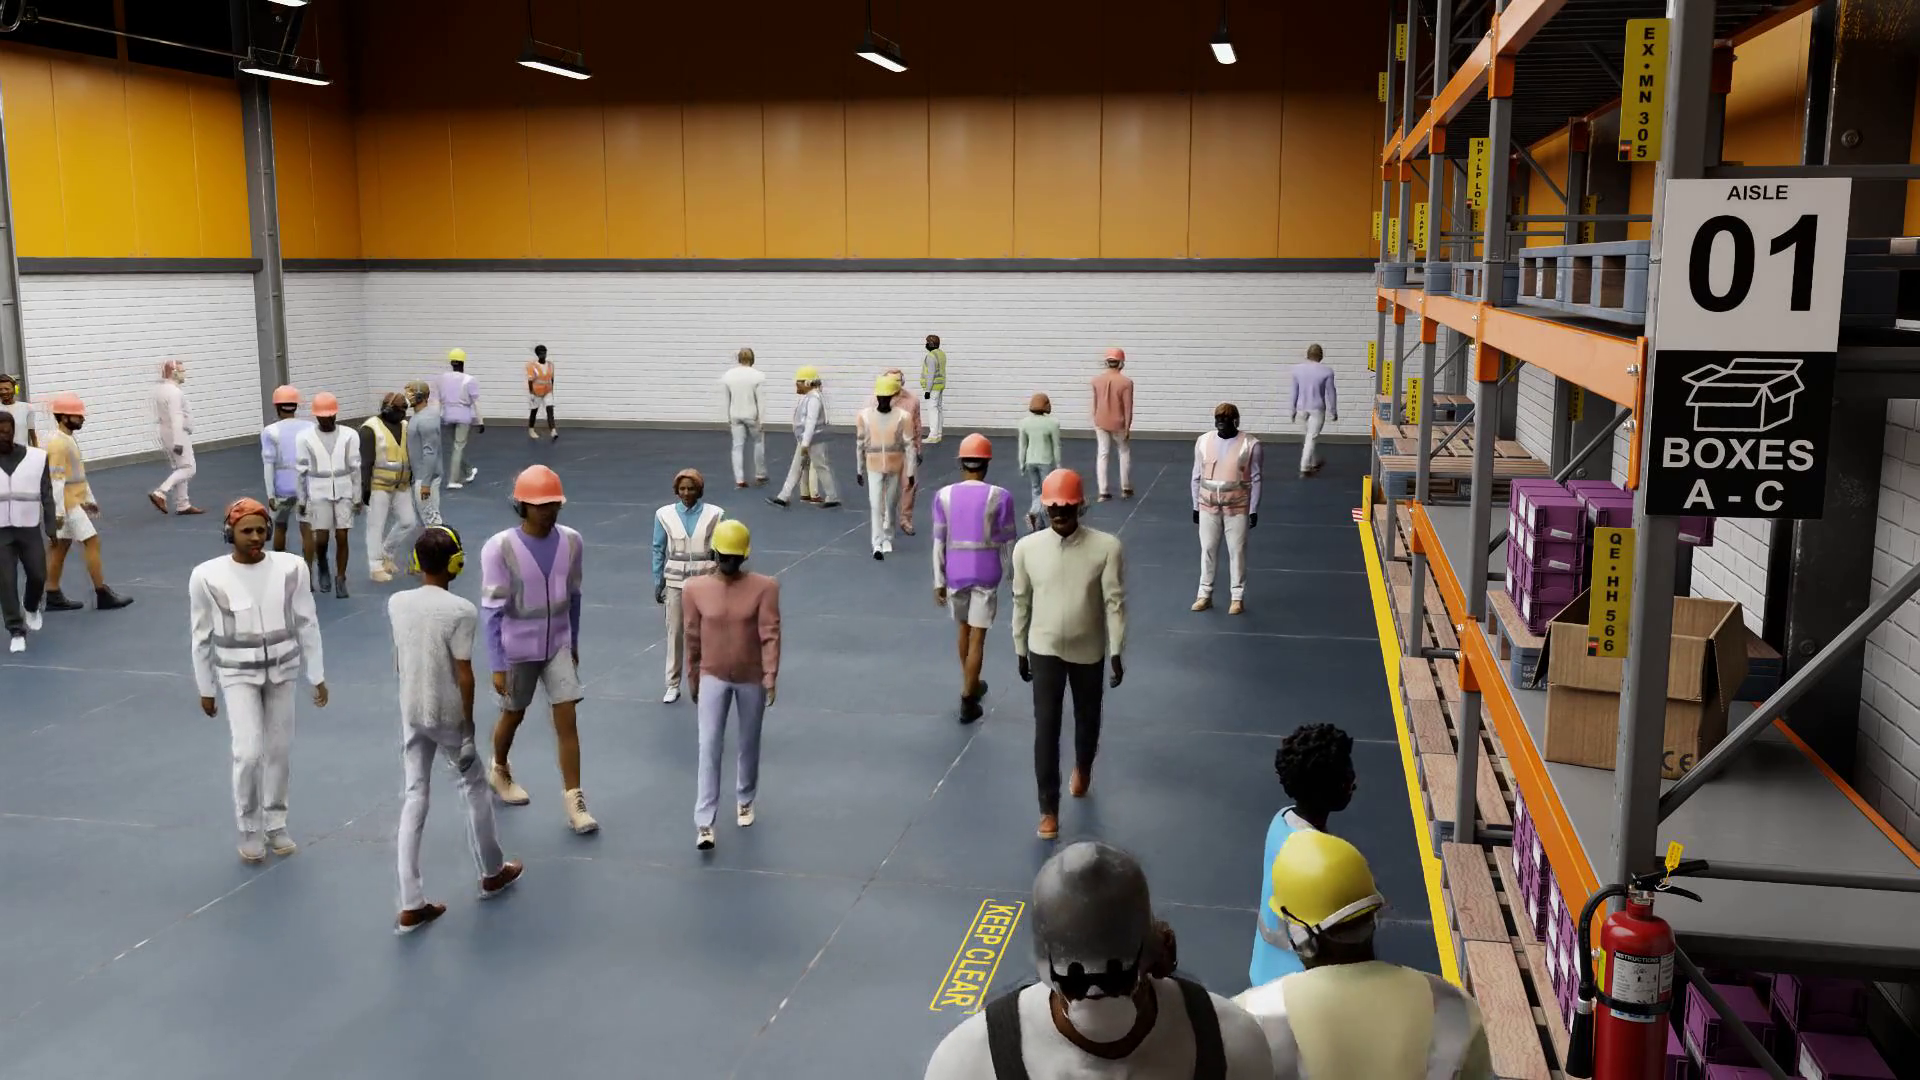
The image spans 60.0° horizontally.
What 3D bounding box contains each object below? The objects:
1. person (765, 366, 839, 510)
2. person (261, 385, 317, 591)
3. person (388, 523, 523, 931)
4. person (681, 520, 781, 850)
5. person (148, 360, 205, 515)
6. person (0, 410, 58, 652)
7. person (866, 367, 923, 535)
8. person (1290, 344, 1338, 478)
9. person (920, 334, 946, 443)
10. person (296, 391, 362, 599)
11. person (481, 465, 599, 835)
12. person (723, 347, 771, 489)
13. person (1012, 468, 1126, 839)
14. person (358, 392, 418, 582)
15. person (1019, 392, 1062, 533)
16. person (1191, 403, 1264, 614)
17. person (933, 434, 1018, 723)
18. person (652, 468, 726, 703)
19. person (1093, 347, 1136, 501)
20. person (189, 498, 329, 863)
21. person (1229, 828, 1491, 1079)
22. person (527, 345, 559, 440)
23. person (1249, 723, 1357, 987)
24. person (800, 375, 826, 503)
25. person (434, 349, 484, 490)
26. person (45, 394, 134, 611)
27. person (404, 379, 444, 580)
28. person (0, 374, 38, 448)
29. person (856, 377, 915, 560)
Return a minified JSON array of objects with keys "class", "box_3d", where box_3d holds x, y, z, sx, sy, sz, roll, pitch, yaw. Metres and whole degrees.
[{"class":"person","box_3d":[-1.916,-1.232,20.397,0.915,1.779,0.621,-3,10,-18]},{"class":"person","box_3d":[-6.302,-0.499,15.653,0.546,1.892,0.922,-6,11,-33]},{"class":"person","box_3d":[-2.409,0.836,7.803,0.518,1.836,0.878,3,10,15]},{"class":"person","box_3d":[-1.192,0.751,8.700,0.516,1.712,0.890,-1,9,-6]},{"class":"person","box_3d":[-9.457,-1.219,19.989,0.537,1.892,0.666,-7,11,-35]},{"class":"person","box_3d":[-7.509,-0.094,13.194,0.598,1.902,0.625,-6,11,-32]},{"class":"person","box_3d":[-0.714,-0.975,18.545,0.684,1.884,0.633,-3,10,-16]},{"class":"person","box_3d":[5.107,-1.856,23.852,0.643,1.887,1.014,8,12,40]},{"class":"person","box_3d":[-0.463,-2.567,28.274,0.429,1.847,0.626,3,10,17]},{"class":"person","box_3d":[-5.695,-0.403,15.064,0.547,1.910,0.497,-5,11,-26]},{"class":"person","box_3d":[-2.341,0.561,9.049,0.631,1.988,1.028,-8,12,-40]},{"class":"person","box_3d":[-2.876,-1.662,22.643,0.634,1.909,0.867,2,10,12]},{"class":"person","box_3d":[0.591,0.563,9.080,0.613,1.964,0.908,1,9,4]},{"class":"person","box_3d":[-5.503,-0.511,15.974,0.434,1.815,0.713,6,11,32]},{"class":"person","box_3d":[0.874,-0.849,18.585,0.509,1.617,0.609,6,11,32]},{"class":"person","box_3d":[2.308,-0.276,14.476,0.624,1.844,0.430,5,10,26]},{"class":"person","box_3d":[0.139,0.231,11.249,0.546,1.893,0.885,4,10,21]},{"class":"person","box_3d":[-1.860,0.316,11.524,0.523,1.636,0.310,-1,10,-7]},{"class":"person","box_3d":[2.016,-1.500,21.477,0.614,1.957,0.869,5,11,27]},{"class":"person","box_3d":[-3.541,0.714,8.443,0.592,1.866,0.510,-8,12,-39]},{"class":"person","box_3d":[0.909,1.557,3.624,0.666,1.785,0.736,-1,9,-4]},{"class":"person","box_3d":[-7.222,-2.536,28.677,0.554,1.633,0.934,-7,12,-38]},{"class":"person","box_3d":[1.035,1.373,4.980,0.318,1.697,0.535,0,9,0]},{"class":"person","box_3d":[-1.881,-1.284,21.183,0.269,1.630,0.508,-7,12,-37]},{"class":"person","box_3d":[-6.784,-1.656,22.656,0.611,1.875,0.989,2,10,11]},{"class":"person","box_3d":[-7.674,-0.328,14.574,0.842,1.901,0.569,-4,10,-24]},{"class":"person","box_3d":[-5.174,-0.585,16.047,0.367,1.939,0.634,-4,10,-25]},{"class":"person","box_3d":[-10.153,-0.848,17.838,0.518,1.870,0.323,-5,11,-26]},{"class":"person","box_3d":[-0.768,-0.744,17.198,0.604,1.867,1.004,0,9,-1]}]
